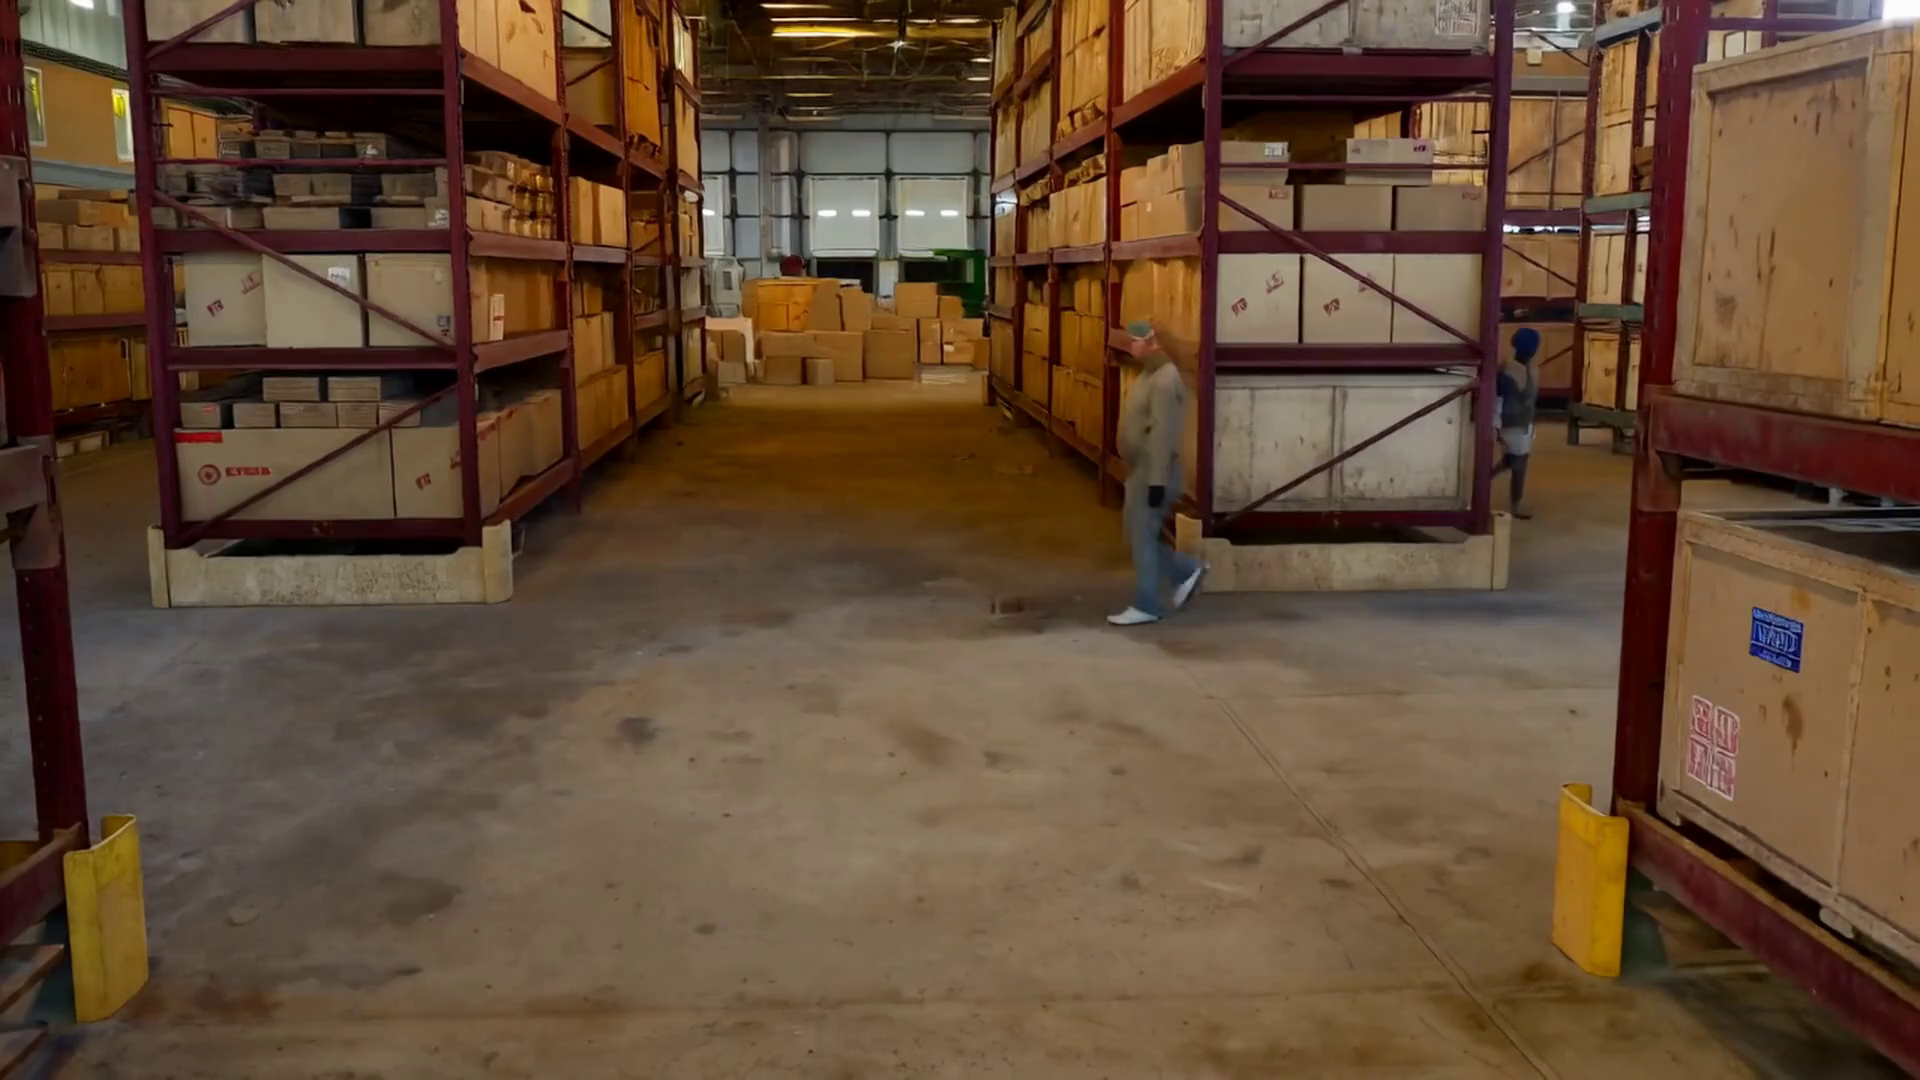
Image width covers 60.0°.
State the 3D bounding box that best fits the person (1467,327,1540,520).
[{"bbox_3d":[4.774,-1.018,14.484,0.540,1.678,0.494,-7,11,-37],"label":"person"}]

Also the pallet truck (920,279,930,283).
[{"bbox_3d":[-0.932,-8.922,63.114,1.885,1.965,0.823,2,9,13],"label":"pallet truck"}]

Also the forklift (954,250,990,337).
[{"bbox_3d":[0.279,-6.743,46.671,1.129,2.768,1.873,7,11,37],"label":"forklift"}]

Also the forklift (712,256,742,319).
[{"bbox_3d":[-8.488,-8.990,60.777,1.129,2.768,1.873,-1,9,-4],"label":"forklift"}]

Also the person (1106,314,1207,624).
[{"bbox_3d":[1.196,-0.423,10.095,0.539,1.893,0.648,0,9,-3],"label":"person"}]
